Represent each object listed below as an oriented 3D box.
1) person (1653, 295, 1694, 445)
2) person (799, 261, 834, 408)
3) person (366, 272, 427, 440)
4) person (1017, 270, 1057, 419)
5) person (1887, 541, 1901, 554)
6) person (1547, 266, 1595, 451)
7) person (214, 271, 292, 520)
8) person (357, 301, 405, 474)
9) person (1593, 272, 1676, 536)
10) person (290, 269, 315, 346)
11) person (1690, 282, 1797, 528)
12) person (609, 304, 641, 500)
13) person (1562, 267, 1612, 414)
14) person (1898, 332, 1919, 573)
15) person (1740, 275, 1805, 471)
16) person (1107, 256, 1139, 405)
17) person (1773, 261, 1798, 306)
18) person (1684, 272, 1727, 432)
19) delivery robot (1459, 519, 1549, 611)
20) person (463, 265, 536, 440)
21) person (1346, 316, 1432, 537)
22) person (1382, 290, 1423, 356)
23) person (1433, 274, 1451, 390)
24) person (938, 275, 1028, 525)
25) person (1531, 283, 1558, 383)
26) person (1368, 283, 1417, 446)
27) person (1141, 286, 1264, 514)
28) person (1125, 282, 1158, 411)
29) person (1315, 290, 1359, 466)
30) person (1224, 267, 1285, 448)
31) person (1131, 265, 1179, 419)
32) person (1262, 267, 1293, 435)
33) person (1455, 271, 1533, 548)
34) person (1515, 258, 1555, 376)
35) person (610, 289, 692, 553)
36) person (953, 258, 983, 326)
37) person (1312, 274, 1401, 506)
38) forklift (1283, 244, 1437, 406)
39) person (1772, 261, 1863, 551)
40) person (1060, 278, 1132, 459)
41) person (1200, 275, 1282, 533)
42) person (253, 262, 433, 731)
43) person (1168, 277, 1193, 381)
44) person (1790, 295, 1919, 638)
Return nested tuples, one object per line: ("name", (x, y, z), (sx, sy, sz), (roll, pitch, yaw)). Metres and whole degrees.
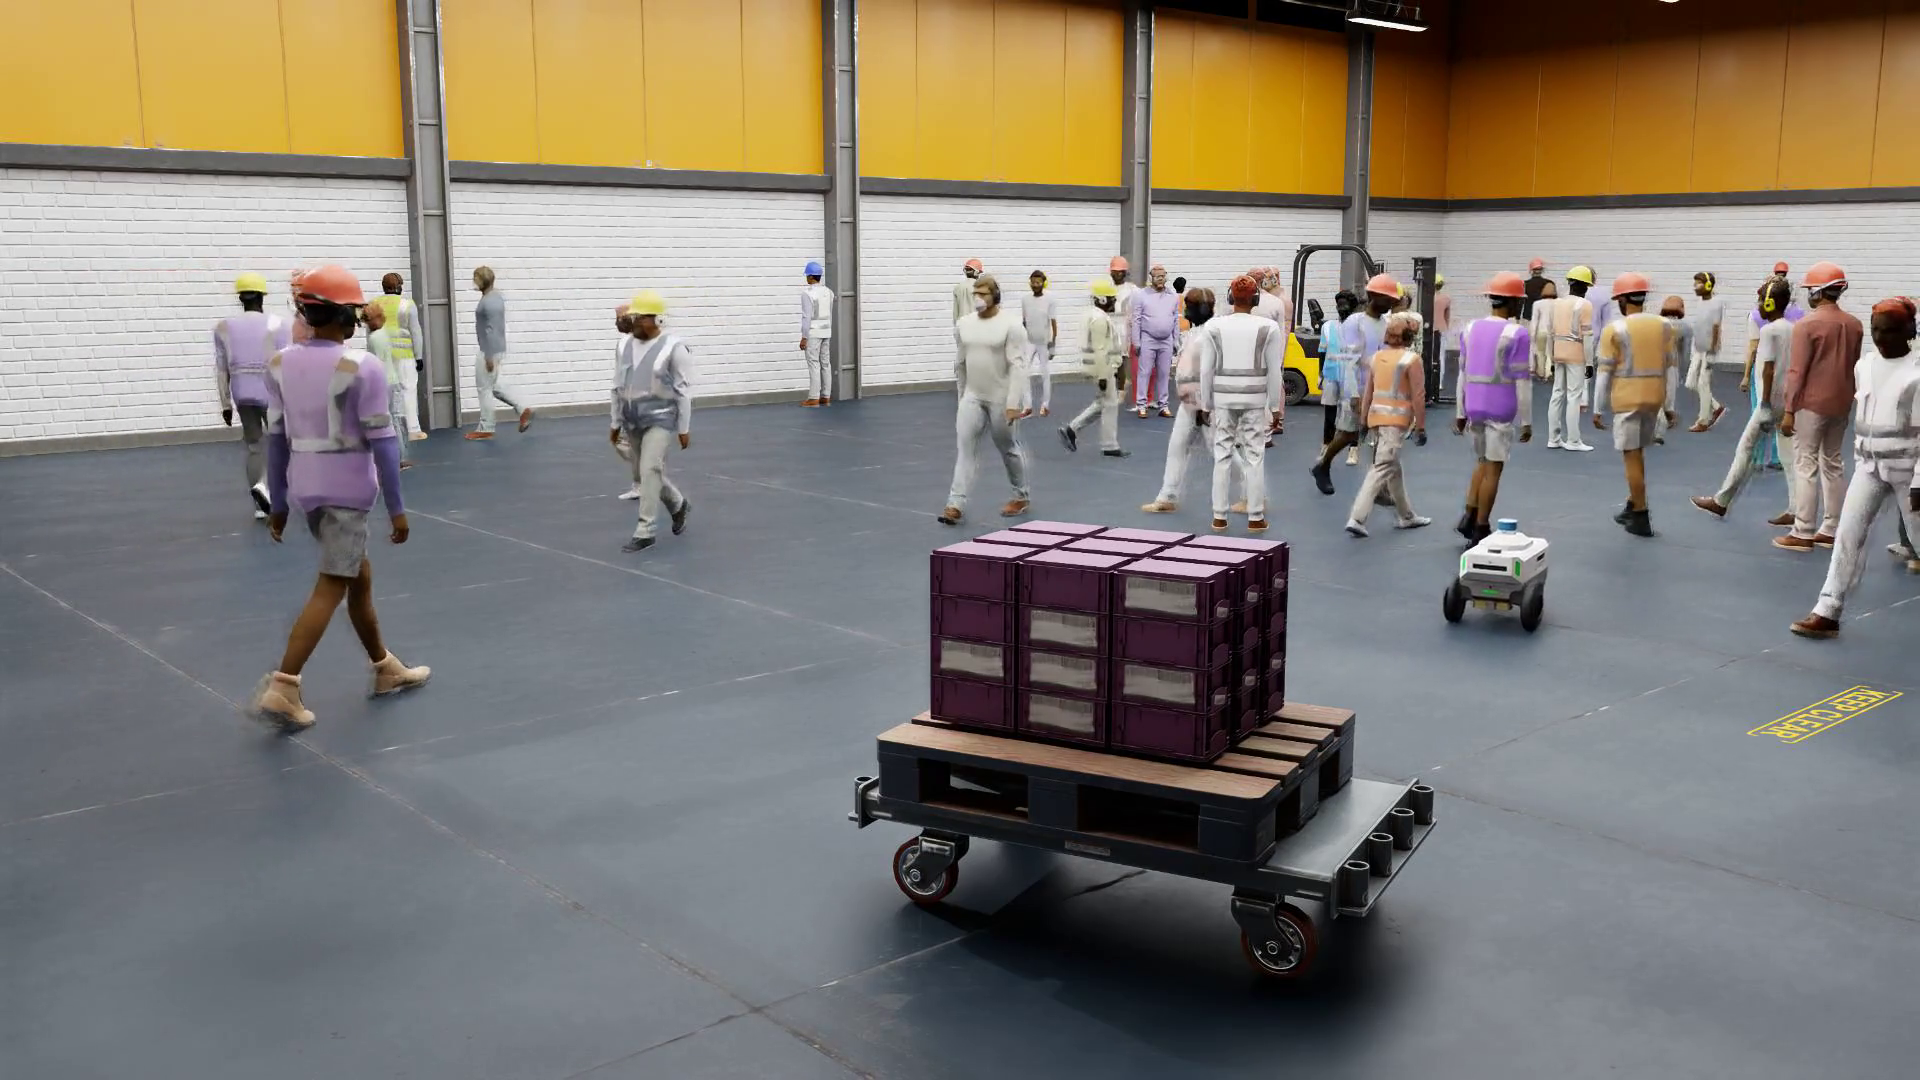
("person", (7.472, -1.796, 17.690), (0.541, 1.612, 0.503), (6, 11, 31))
("person", (-1.929, -2.747, 22.285), (0.383, 1.951, 0.605), (6, 11, 31))
("person", (-6.189, -2.010, 18.287), (0.621, 1.845, 0.429), (1, 10, 7))
("person", (0.946, -2.424, 20.710), (0.551, 1.841, 0.717), (5, 11, 26))
("person", (6.780, -0.828, 11.314), (0.950, 1.875, 0.634), (-5, 11, -28))
("person", (6.376, -1.882, 17.323), (0.382, 1.917, 0.585), (-4, 11, -25))
("person", (-5.356, -1.088, 12.686), (0.618, 1.908, 0.529), (0, 10, 1))
("person", (-5.424, -1.437, 15.609), (0.363, 1.605, 0.656), (-2, 10, -13))
("person", (4.902, -1.004, 12.222), (0.570, 1.899, 0.788), (-2, 10, -9))
("person", (-5.686, -1.413, 14.605), (0.401, 1.907, 0.648), (-6, 11, -32))
("person", (6.066, -1.026, 12.588), (0.551, 1.814, 0.940), (-6, 12, -32))
("person", (-2.720, -1.127, 13.742), (0.372, 1.624, 0.528), (-1, 10, -5))
("person", (8.079, -2.597, 21.607), (0.650, 1.886, 1.015), (1, 10, 4))
("person", (6.306, -0.712, 10.764), (0.552, 1.814, 0.753), (8, 13, 41))
("person", (7.644, -1.564, 15.663), (0.565, 1.846, 0.389), (-2, 10, -13))
("person", (2.165, -2.839, 22.600), (0.636, 2.024, 0.539), (8, 13, 39))
("person", (13.626, -3.669, 27.729), (0.551, 1.933, 0.377), (4, 10, 20))
("person", (8.618, -2.150, 19.121), (0.475, 1.849, 0.541), (-1, 10, -9))
("delivery robot", (3.038, 0.127, 9.267), (0.477, 0.478, 0.707), (6, 11, 31))
("person", (-5.115, -2.053, 18.297), (0.709, 1.924, 0.639), (-2, 10, -12))
("person", (3.112, -0.826, 12.077), (0.851, 1.593, 0.529), (-4, 11, -23))
("person", (5.253, -2.172, 19.853), (0.527, 1.623, 0.534), (3, 10, 17))
("person", (7.153, -3.161, 25.305), (0.553, 1.733, 0.784), (-3, 10, -15))
("person", (0.216, -1.066, 12.654), (0.656, 1.883, 1.042), (6, 11, 31))
("person", (9.437, -3.323, 26.704), (0.511, 1.593, 0.865), (3, 10, 19))
("person", (4.629, -1.859, 17.643), (0.480, 1.751, 0.536), (0, 10, -1))
("person", (1.948, -1.083, 13.014), (0.946, 1.799, 0.632), (-2, 10, -12))
("person", (2.428, -2.546, 21.798), (0.626, 1.724, 0.353), (-4, 10, -22))
("person", (3.707, -1.565, 16.103), (0.529, 1.697, 0.321), (6, 11, 31))
("person", (3.096, -1.918, 17.561), (0.652, 1.906, 0.409), (1, 10, 8))
("person", (2.458, -2.469, 20.790), (0.642, 1.909, 0.410), (-3, 10, -17))
("person", (3.507, -2.147, 18.921), (0.409, 1.903, 0.638), (-3, 10, -16))
("person", (3.689, -0.886, 11.477), (0.435, 1.917, 0.566), (-6, 11, -31))
("person", (9.696, -3.755, 28.090), (0.646, 1.979, 0.437), (0, 10, -3))
("person", (-2.133, -0.850, 11.618), (0.594, 1.811, 0.820), (5, 11, 29))
("person", (0.181, -3.044, 23.915), (0.611, 1.988, 0.391), (7, 12, 37))
("person", (3.316, -1.254, 13.755), (0.541, 1.889, 0.934), (-5, 11, -25))
("forklift", (5.256, -2.933, 22.661), (2.313, 2.155, 1.214), (3, 10, 16))
("person", (5.904, -0.914, 11.466), (0.619, 1.989, 0.403), (-4, 11, -23))
("person", (1.375, -1.710, 16.615), (0.631, 1.812, 0.609), (-1, 10, -4))
("person", (2.054, -0.986, 12.171), (0.584, 1.882, 0.346), (3, 10, 16))
("person", (-2.752, -0.200, 7.251), (0.628, 2.005, 1.042), (5, 11, 25))
("person", (3.517, -3.386, 26.800), (0.532, 1.690, 0.322), (5, 11, 27))
("person", (4.980, -0.380, 8.831), (1.061, 1.836, 0.589), (-3, 10, -20))
